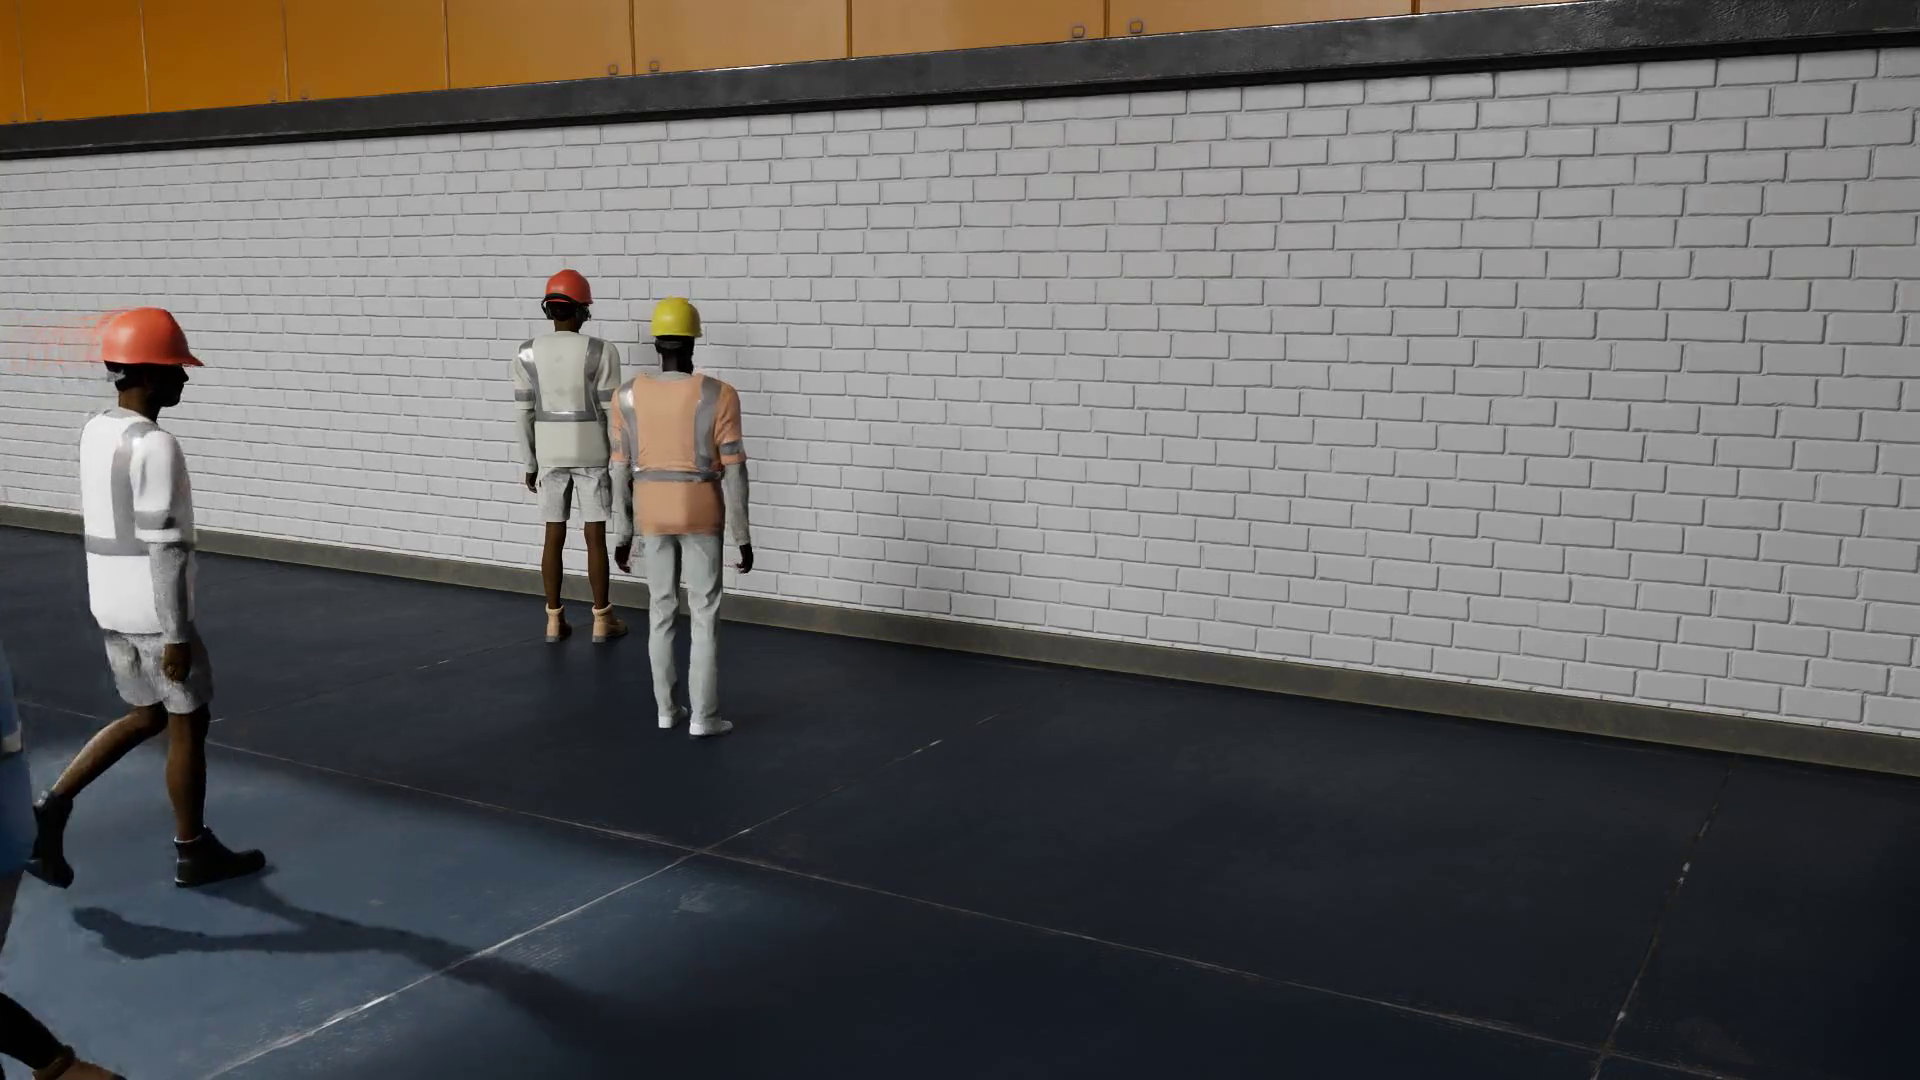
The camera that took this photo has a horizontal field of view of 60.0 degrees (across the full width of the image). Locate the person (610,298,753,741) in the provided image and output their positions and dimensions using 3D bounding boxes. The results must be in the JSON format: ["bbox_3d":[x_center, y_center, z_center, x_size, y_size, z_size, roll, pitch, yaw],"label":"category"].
[{"bbox_3d":[-1.215,-0.080,7.308,0.618,1.928,0.544,2,9,10],"label":"person"}]

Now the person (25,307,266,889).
[{"bbox_3d":[-2.672,0.223,5.315,0.547,1.922,0.681,8,12,41],"label":"person"}]

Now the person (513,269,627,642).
[{"bbox_3d":[-2.117,-0.449,9.119,0.608,2.044,0.370,1,9,4],"label":"person"}]

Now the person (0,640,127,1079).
[{"bbox_3d":[-2.079,0.635,3.451,0.404,1.682,0.545,-5,10,-28],"label":"person"}]
